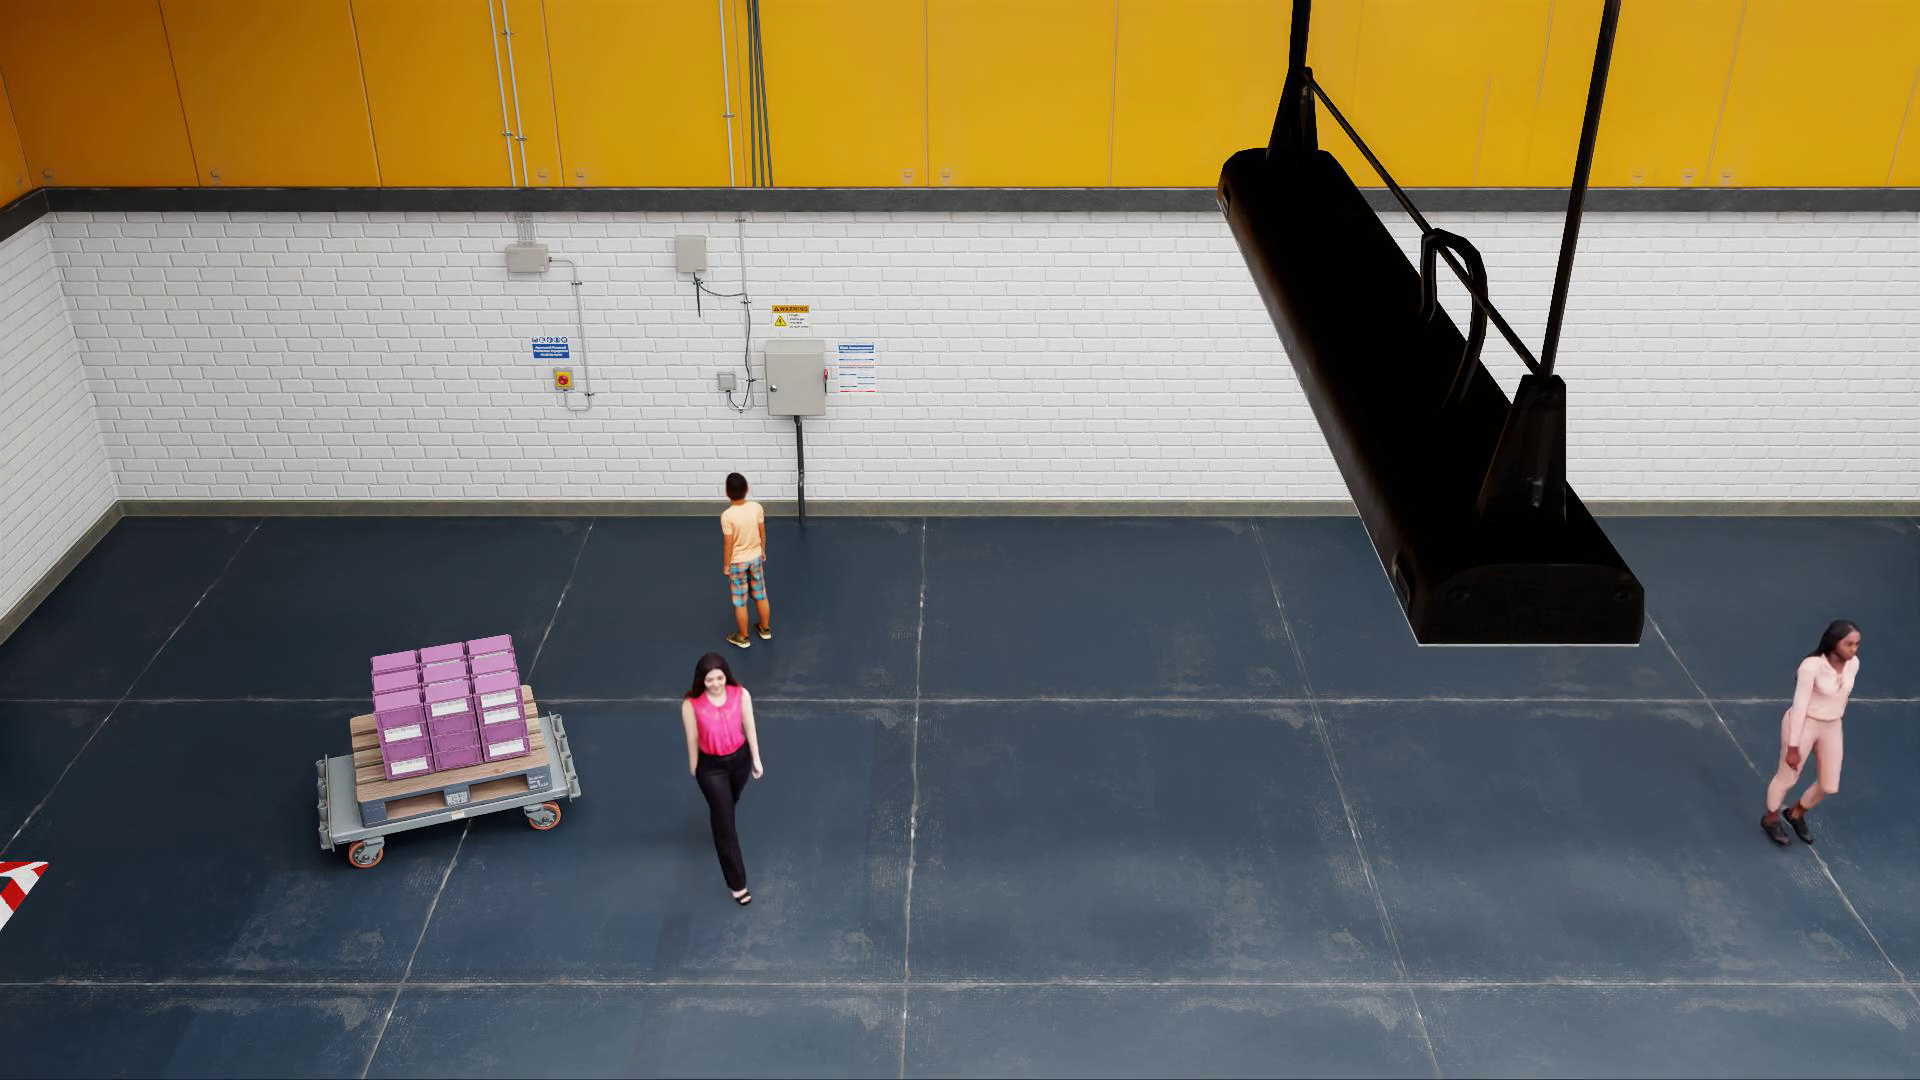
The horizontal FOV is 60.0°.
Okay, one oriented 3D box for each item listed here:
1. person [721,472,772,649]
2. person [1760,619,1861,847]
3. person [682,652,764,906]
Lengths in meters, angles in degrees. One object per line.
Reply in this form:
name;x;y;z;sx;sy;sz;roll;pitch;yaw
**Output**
person;-1.676;0.149;12.941;0.598;1.460;0.638;-21;35;-33
person;5.417;1.215;10.730;0.683;1.706;0.684;-6;29;-11
person;-1.508;1.396;10.490;0.952;1.618;1.159;-16;32;-27
